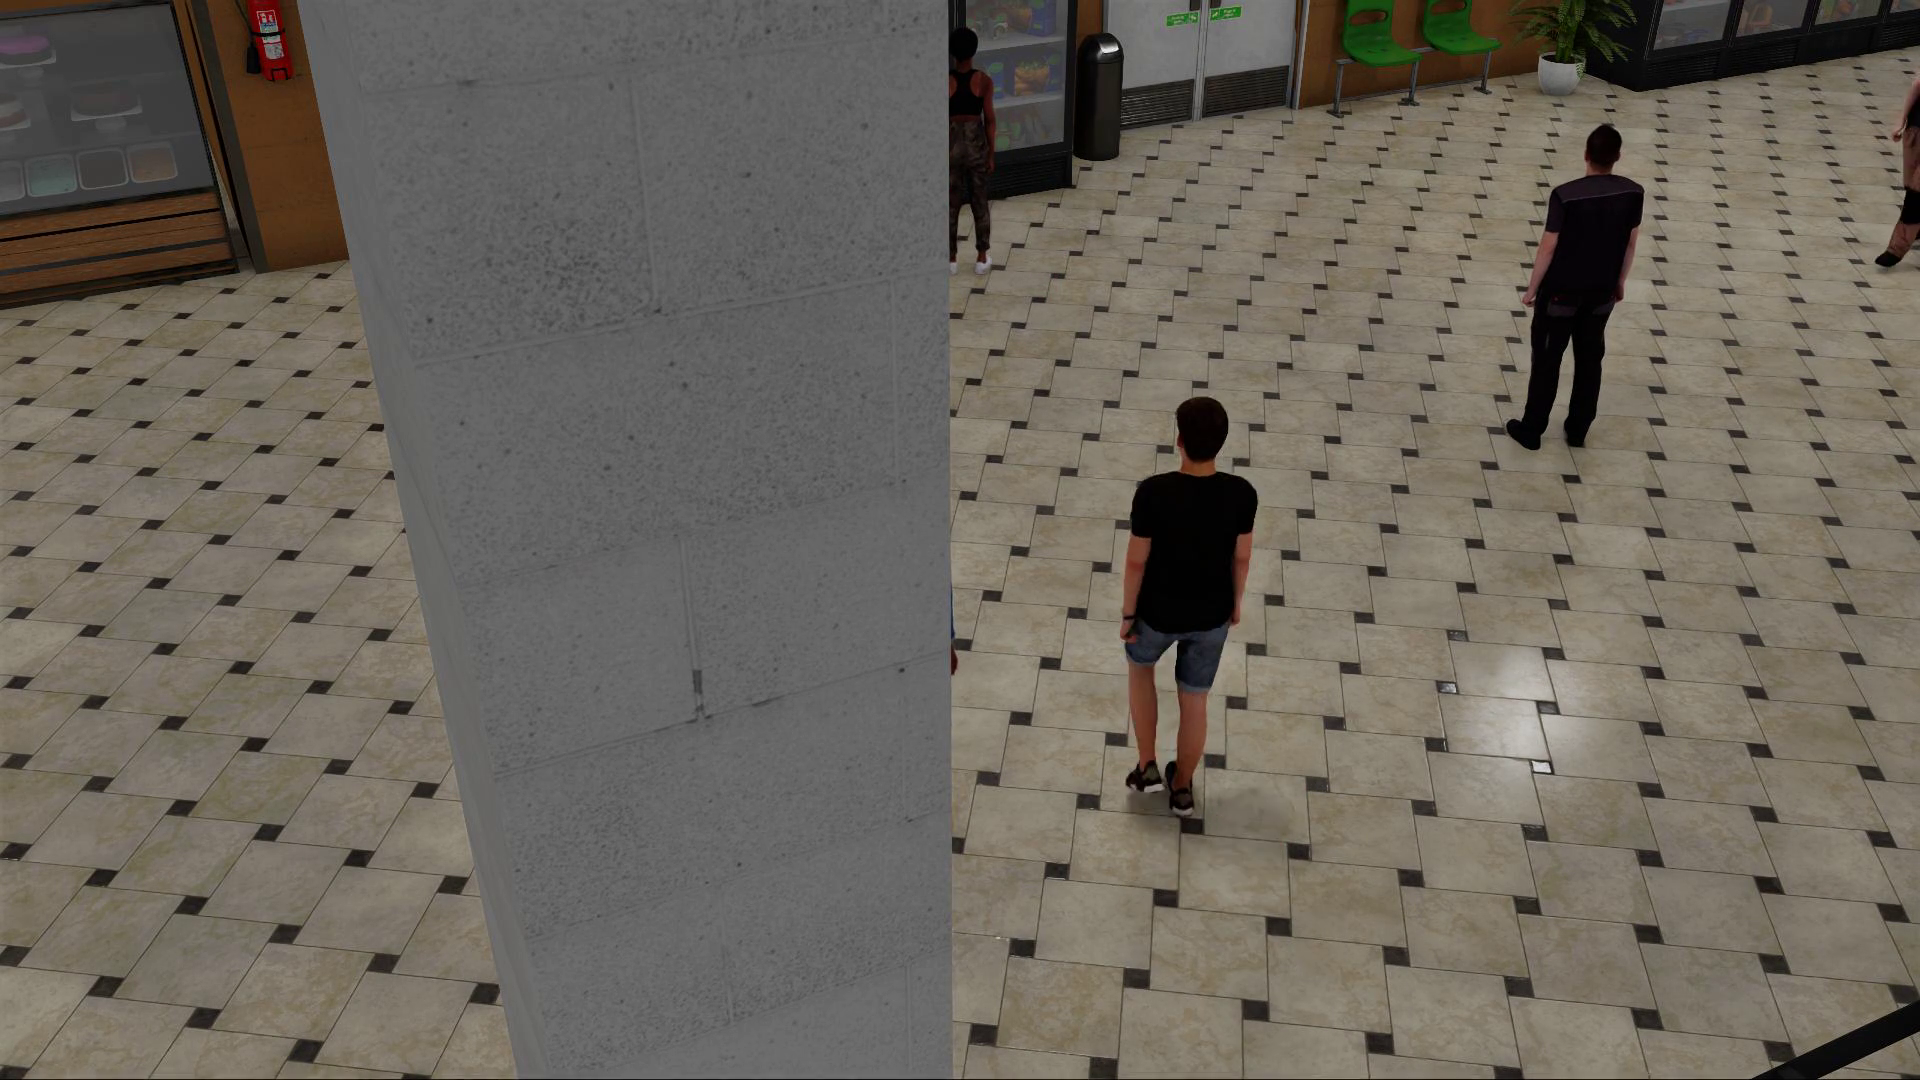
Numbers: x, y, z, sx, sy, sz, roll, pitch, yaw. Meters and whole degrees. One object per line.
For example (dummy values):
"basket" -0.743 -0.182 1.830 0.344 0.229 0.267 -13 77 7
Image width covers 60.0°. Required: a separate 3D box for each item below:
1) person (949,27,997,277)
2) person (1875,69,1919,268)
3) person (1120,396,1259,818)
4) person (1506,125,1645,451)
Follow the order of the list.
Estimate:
"person" 0.024 -2.645 11.357 0.649 1.699 0.643 0 32 -1
"person" 6.847 -2.849 11.586 0.879 1.802 1.173 -20 37 -29
"person" 0.876 0.331 6.442 0.776 1.838 0.805 0 32 0
"person" 3.404 -1.372 9.173 0.798 1.845 0.728 -3 32 -4
